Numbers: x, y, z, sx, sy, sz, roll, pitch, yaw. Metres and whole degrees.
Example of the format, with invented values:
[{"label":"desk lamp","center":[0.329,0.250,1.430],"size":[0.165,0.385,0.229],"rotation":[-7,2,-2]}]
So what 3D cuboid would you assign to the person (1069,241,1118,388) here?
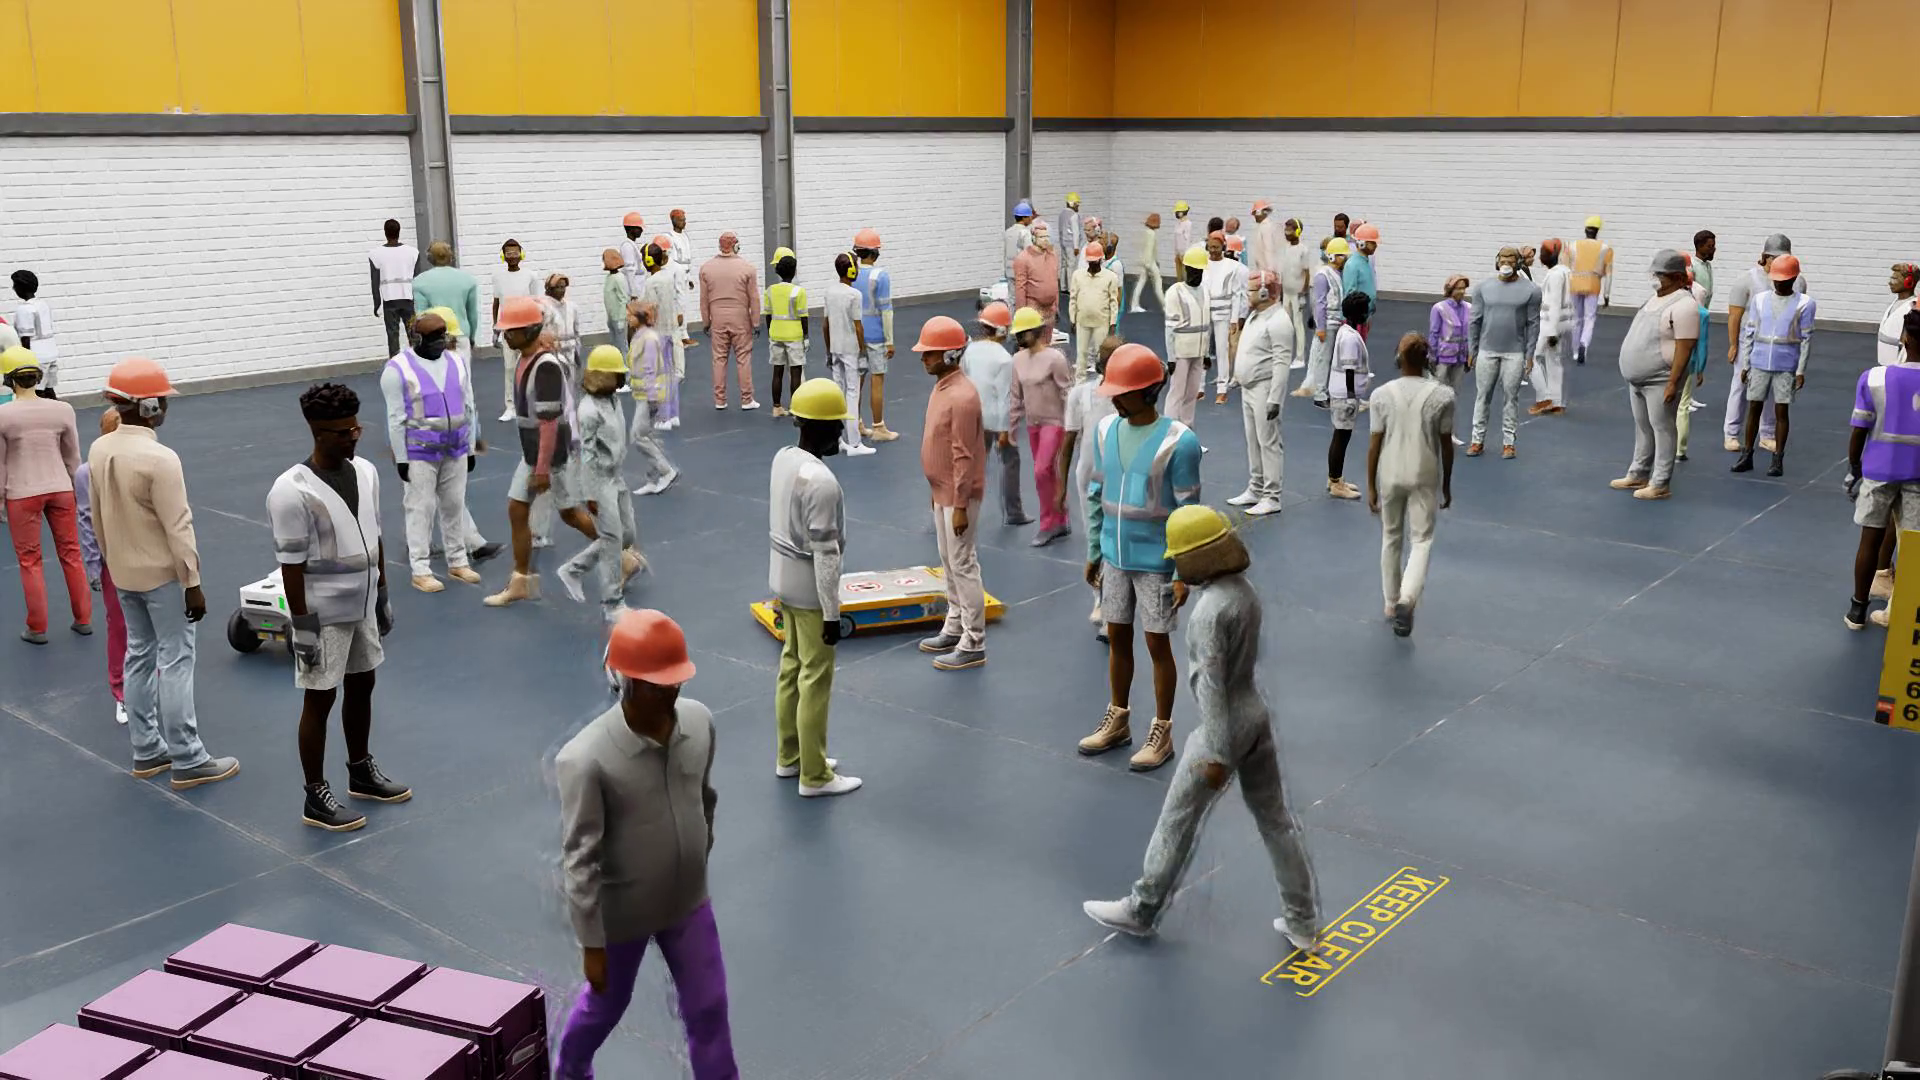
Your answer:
[{"label":"person","center":[1.479,-2.446,18.543],"size":[0.562,1.746,0.335],"rotation":[5,15,18]}]

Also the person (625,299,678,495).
[{"label":"person","center":[-2.585,-1.153,13.610],"size":[0.370,1.623,0.547],"rotation":[-6,15,-21]}]

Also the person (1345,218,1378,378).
[{"label":"person","center":[4.770,-2.911,20.075],"size":[0.406,1.911,0.639],"rotation":[-12,18,-39]}]

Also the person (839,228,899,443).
[{"label":"person","center":[-0.870,-1.960,15.994],"size":[0.605,2.048,0.365],"rotation":[10,17,36]}]

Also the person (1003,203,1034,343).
[{"label":"person","center":[0.845,-3.703,23.160],"size":[0.395,1.945,0.618],"rotation":[-9,17,-33]}]

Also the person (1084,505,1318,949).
[{"label":"person","center":[0.923,0.701,6.131],"size":[0.900,1.663,0.566],"rotation":[8,16,29]}]

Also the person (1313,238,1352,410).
[{"label":"person","center":[4.020,-2.322,17.874],"size":[0.404,1.833,0.589],"rotation":[11,18,38]}]

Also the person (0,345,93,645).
[{"label":"person","center":[-5.444,-0.267,9.819],"size":[0.351,1.756,0.518],"rotation":[11,18,37]}]

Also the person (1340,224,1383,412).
[{"label":"person","center":[4.251,-2.360,17.719],"size":[0.407,1.987,0.614],"rotation":[8,16,30]}]

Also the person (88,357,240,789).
[{"label":"person","center":[-3.690,0.154,7.652],"size":[0.626,1.991,0.393],"rotation":[8,16,30]}]

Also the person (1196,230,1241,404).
[{"label":"person","center":[2.774,-2.433,18.229],"size":[0.575,1.878,0.355],"rotation":[6,15,23]}]

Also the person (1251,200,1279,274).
[{"label":"person","center":[4.403,-3.906,23.987],"size":[0.443,1.942,0.794],"rotation":[1,14,3]}]

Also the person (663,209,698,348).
[{"label":"person","center":[-3.838,-3.576,22.786],"size":[0.355,1.883,0.574],"rotation":[5,15,19]}]

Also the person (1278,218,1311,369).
[{"label":"person","center":[4.169,-3.086,20.856],"size":[0.312,1.868,0.532],"rotation":[-7,16,-26]}]

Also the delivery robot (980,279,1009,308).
[{"label":"delivery robot","center":[0.676,-3.981,26.905],"size":[0.707,0.478,0.477],"rotation":[-10,17,-35]}]

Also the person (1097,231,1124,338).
[{"label":"person","center":[1.671,-2.541,18.723],"size":[0.328,1.844,0.514],"rotation":[-3,14,-10]}]

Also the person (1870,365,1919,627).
[{"label":"person","center":[5.866,-0.458,10.004],"size":[0.688,2.000,0.536],"rotation":[-2,14,-8]}]

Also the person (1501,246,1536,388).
[{"label":"person","center":[6.508,-2.598,19.366],"size":[0.314,1.642,0.515],"rotation":[11,18,37]}]

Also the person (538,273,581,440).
[{"label":"person","center":[-3.855,-1.737,15.956],"size":[0.318,1.630,0.513],"rotation":[10,17,34]}]

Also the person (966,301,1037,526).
[{"label":"person","center":[0.203,-0.928,12.514],"size":[0.775,1.729,0.567],"rotation":[-10,17,-34]}]

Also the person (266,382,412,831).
[{"label":"person","center":[-2.695,0.282,7.228],"size":[0.385,1.957,0.603],"rotation":[5,15,18]}]

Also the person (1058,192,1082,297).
[{"label":"person","center":[1.971,-5.259,29.619],"size":[0.404,1.829,0.591],"rotation":[-6,15,-23]}]

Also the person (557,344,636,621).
[{"label":"person","center":[-2.223,-0.346,10.185],"size":[0.516,1.723,0.496],"rotation":[2,14,10]}]

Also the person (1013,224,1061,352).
[{"label":"person","center":[0.909,-2.637,18.984],"size":[0.643,1.909,0.410],"rotation":[-12,19,-40]}]

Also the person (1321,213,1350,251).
[{"label":"person","center":[4.873,-3.221,21.315],"size":[0.593,1.911,0.381],"rotation":[12,18,40]}]

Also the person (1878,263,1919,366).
[{"label":"person","center":[8.169,-1.482,14.492],"size":[0.390,1.846,0.565],"rotation":[3,14,11]}]

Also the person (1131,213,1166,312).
[{"label":"person","center":[3.172,-4.490,27.003],"size":[0.811,1.591,0.519],"rotation":[-1,14,-4]}]

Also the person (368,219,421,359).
[{"label":"person","center":[-6.671,-2.835,19.751],"size":[0.590,1.920,0.399],"rotation":[-6,15,-23]}]

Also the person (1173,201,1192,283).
[{"label":"person","center":[3.697,-4.759,27.767],"size":[0.337,1.762,0.522],"rotation":[-4,15,-16]}]

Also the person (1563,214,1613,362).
[{"label":"person","center":[8.024,-3.214,21.334],"size":[0.598,1.894,0.807],"rotation":[6,15,24]}]

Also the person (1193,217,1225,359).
[{"label":"person","center":[3.205,-3.187,21.311],"size":[0.569,1.862,1.040],"rotation":[11,18,38]}]

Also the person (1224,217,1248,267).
[{"label":"person","center":[4.169,-4.157,25.645],"size":[0.529,1.619,0.660],"rotation":[8,16,30]}]

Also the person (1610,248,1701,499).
[{"label":"person","center":[5.677,-1.363,13.622],"size":[0.538,2.000,0.684],"rotation":[-1,14,-5]}]

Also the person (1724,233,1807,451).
[{"label":"person","center":[7.518,-1.828,15.479],"size":[0.687,2.000,0.535],"rotation":[0,14,1]}]

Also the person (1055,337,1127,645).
[{"label":"person","center":[0.852,-0.292,9.837],"size":[0.529,1.793,0.956],"rotation":[3,14,13]}]
